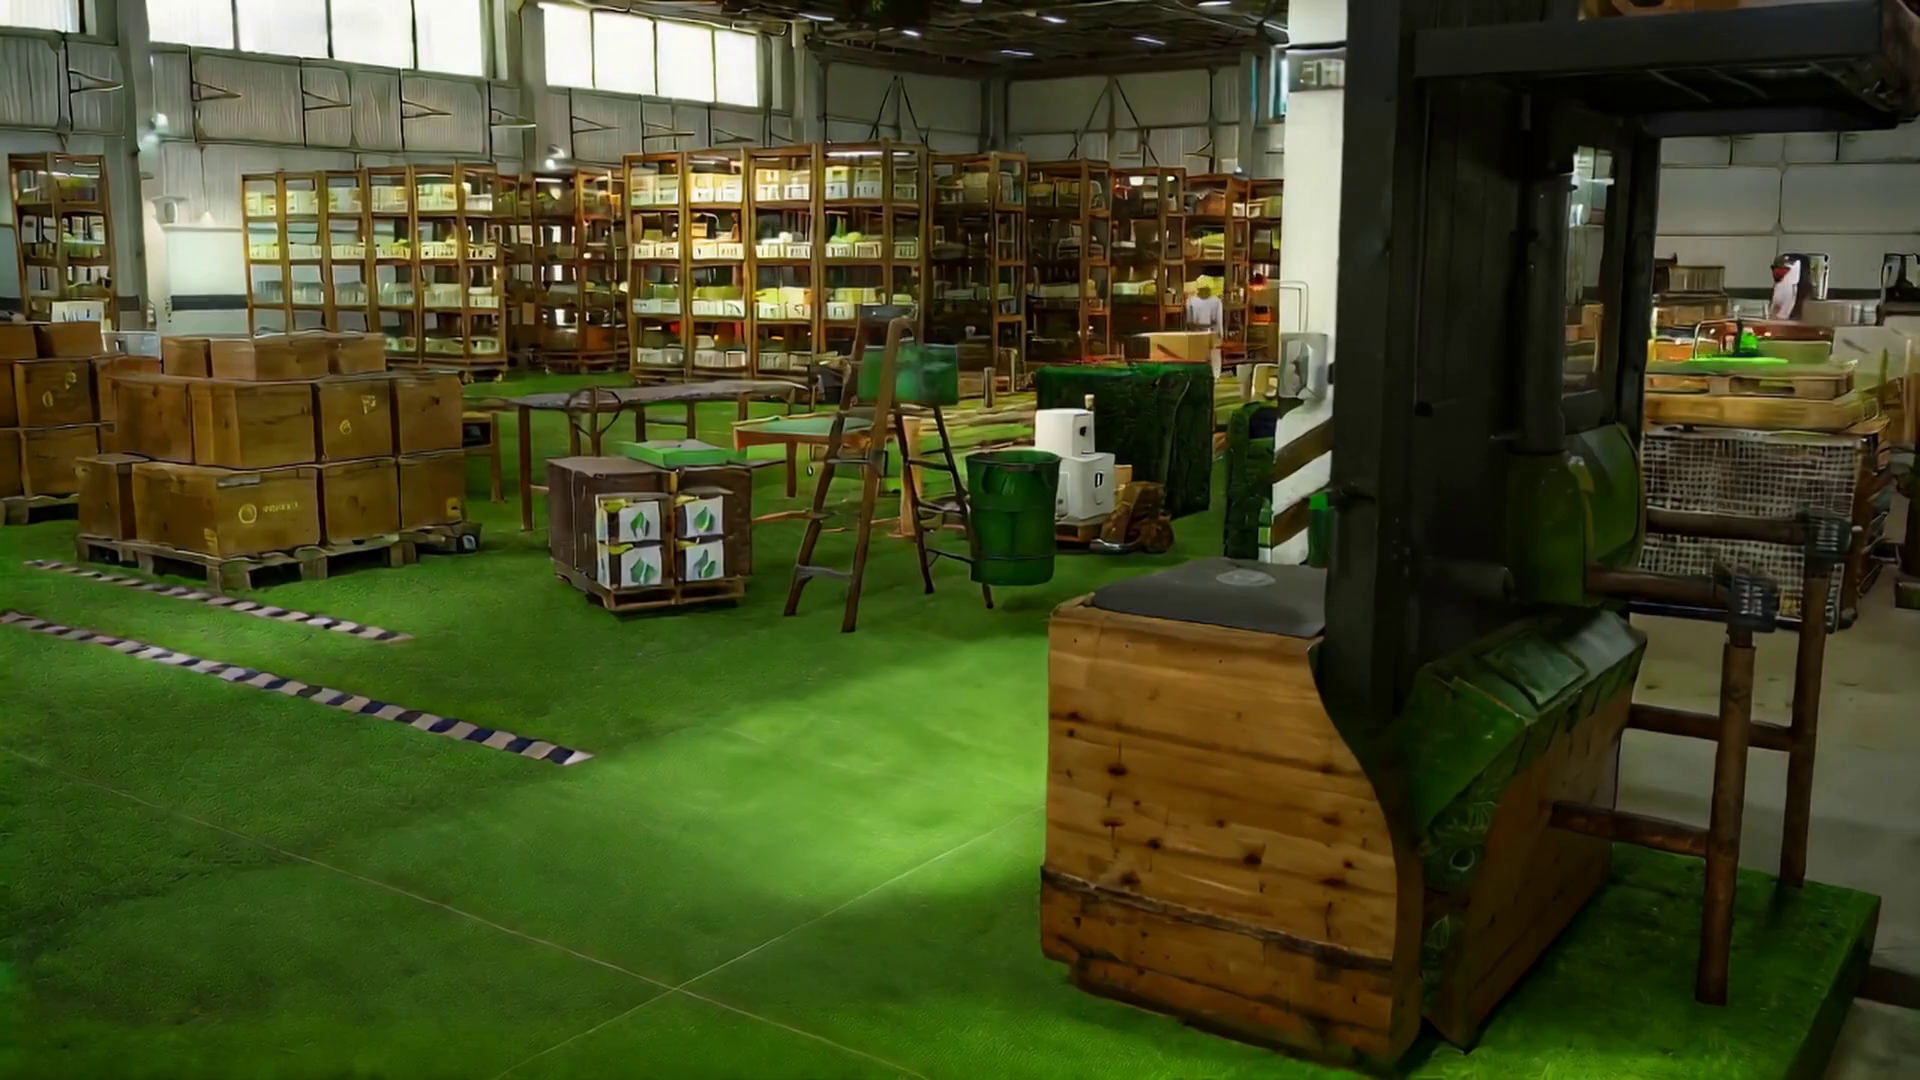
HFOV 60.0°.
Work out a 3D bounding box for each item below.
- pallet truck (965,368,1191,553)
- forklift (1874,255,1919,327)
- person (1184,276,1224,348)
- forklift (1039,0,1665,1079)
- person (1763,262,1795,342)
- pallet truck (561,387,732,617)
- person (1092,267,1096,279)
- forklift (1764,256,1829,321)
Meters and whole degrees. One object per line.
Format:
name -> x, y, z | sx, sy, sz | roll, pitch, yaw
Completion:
pallet truck -> 0.845, -0.609, 11.869 | 1.630, 1.274, 0.653 | 7, 12, 35
forklift -> 22.089, -5.634, 38.796 | 1.157, 1.987, 2.680 | 6, 11, 33
person -> 3.711, -3.102, 25.222 | 0.610, 1.811, 0.820 | 3, 10, 17
forklift -> 1.249, -0.137, 4.360 | 1.873, 2.768, 1.129 | 7, 12, 35
person -> 16.137, -4.476, 32.866 | 1.064, 1.980, 0.633 | 4, 10, 24
pallet truck -> -1.981, -0.274, 10.088 | 0.680, 1.201, 1.601 | -5, 11, -28
person -> 3.104, -5.441, 38.637 | 0.746, 1.972, 0.622 | -5, 11, -26
forklift -> 20.253, -5.854, 40.139 | 1.157, 1.987, 2.680 | 7, 12, 35
